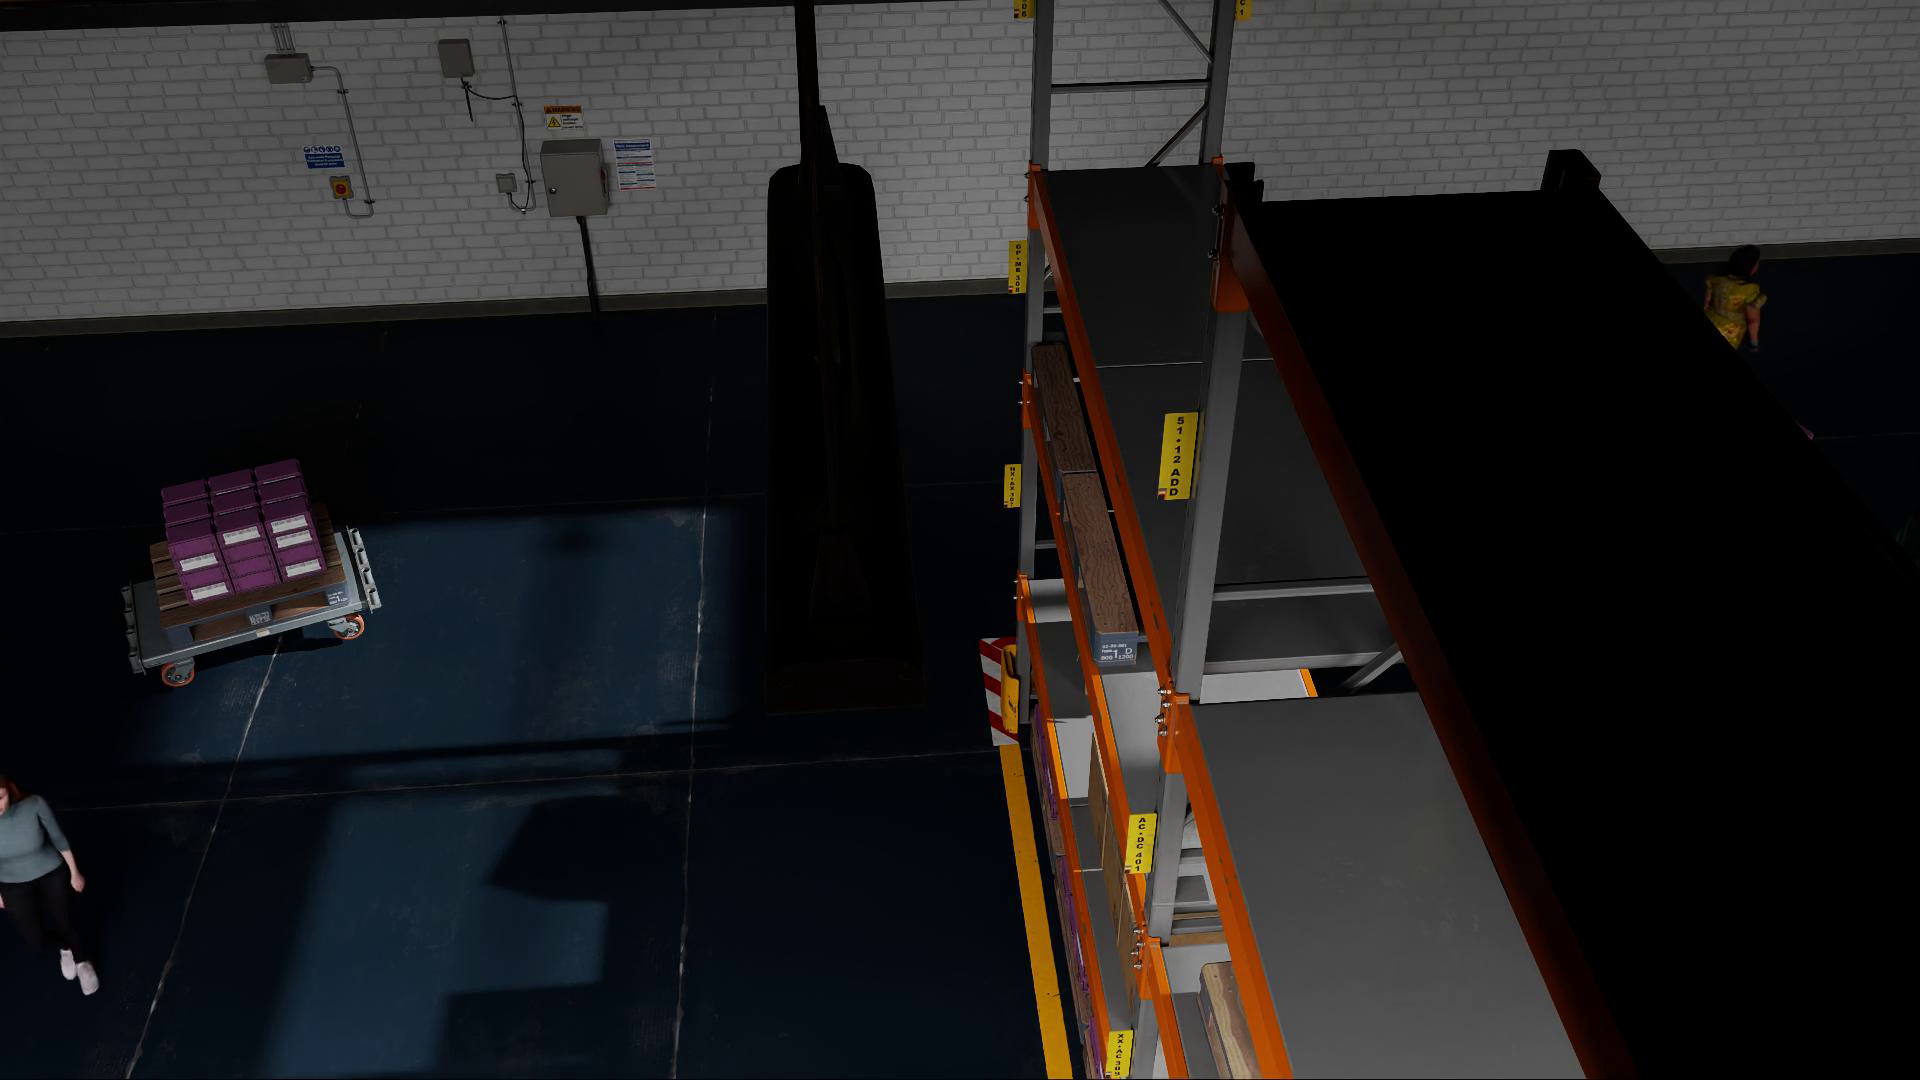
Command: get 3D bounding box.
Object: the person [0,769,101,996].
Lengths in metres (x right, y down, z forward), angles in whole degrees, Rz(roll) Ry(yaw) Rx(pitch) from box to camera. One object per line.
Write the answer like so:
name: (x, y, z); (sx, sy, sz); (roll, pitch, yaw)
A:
person: (-5.095, 1.829, 9.172); (0.714, 1.732, 0.746); (-19, 42, -22)

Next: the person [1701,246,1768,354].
person: (6.134, -1.609, 13.566); (1.076, 1.622, 1.204); (-14, 41, -17)
